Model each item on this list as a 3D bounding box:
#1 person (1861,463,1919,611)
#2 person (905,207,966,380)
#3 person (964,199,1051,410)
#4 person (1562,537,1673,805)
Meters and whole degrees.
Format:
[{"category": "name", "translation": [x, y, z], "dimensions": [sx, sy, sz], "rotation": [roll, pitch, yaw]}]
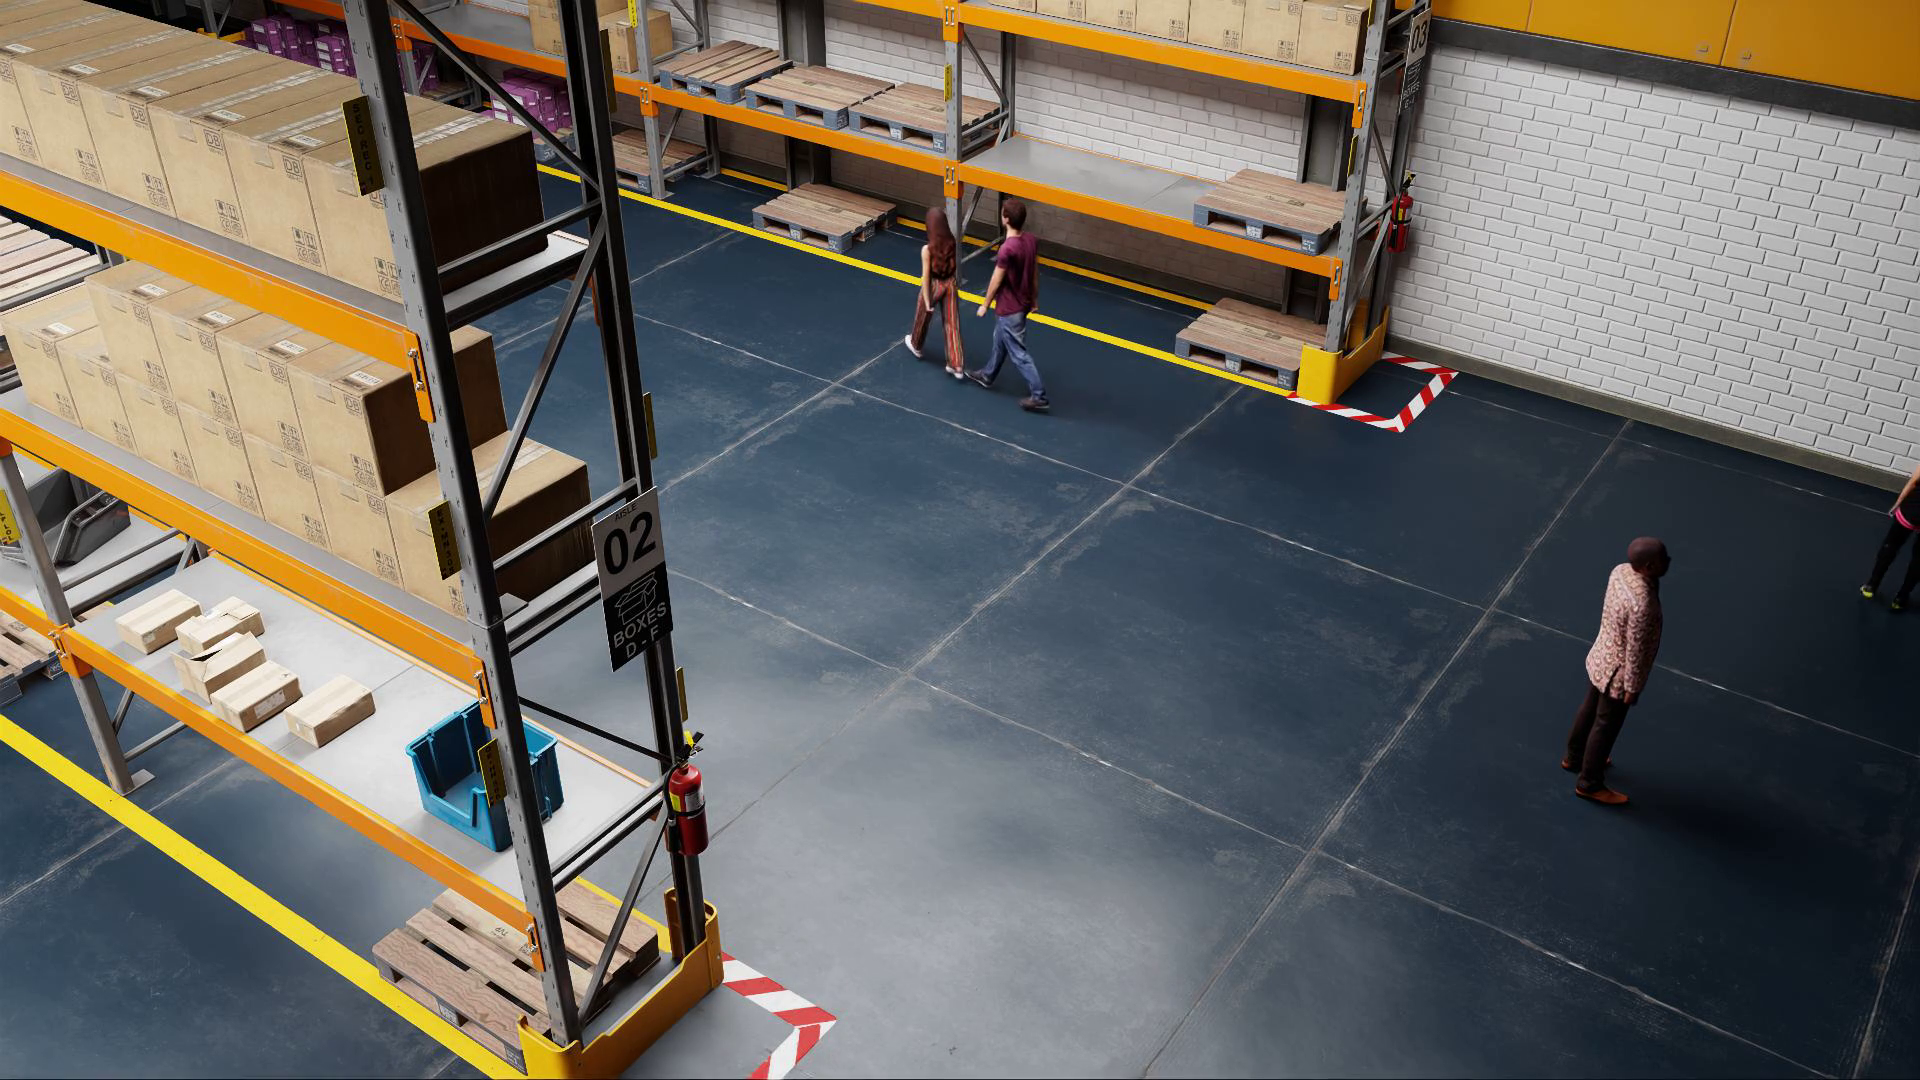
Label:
[{"category": "person", "translation": [6.736, -0.138, 11.549], "dimensions": [0.496, 1.531, 0.675], "rotation": [19, 38, 27]}, {"category": "person", "translation": [-0.127, -2.150, 14.582], "dimensions": [0.853, 1.525, 1.117], "rotation": [-18, 38, -25]}, {"category": "person", "translation": [0.515, -1.929, 13.997], "dimensions": [1.162, 1.804, 0.713], "rotation": [17, 37, 24]}, {"category": "person", "translation": [3.932, 0.753, 9.960], "dimensions": [0.780, 1.806, 0.773], "rotation": [2, 34, 3]}]
